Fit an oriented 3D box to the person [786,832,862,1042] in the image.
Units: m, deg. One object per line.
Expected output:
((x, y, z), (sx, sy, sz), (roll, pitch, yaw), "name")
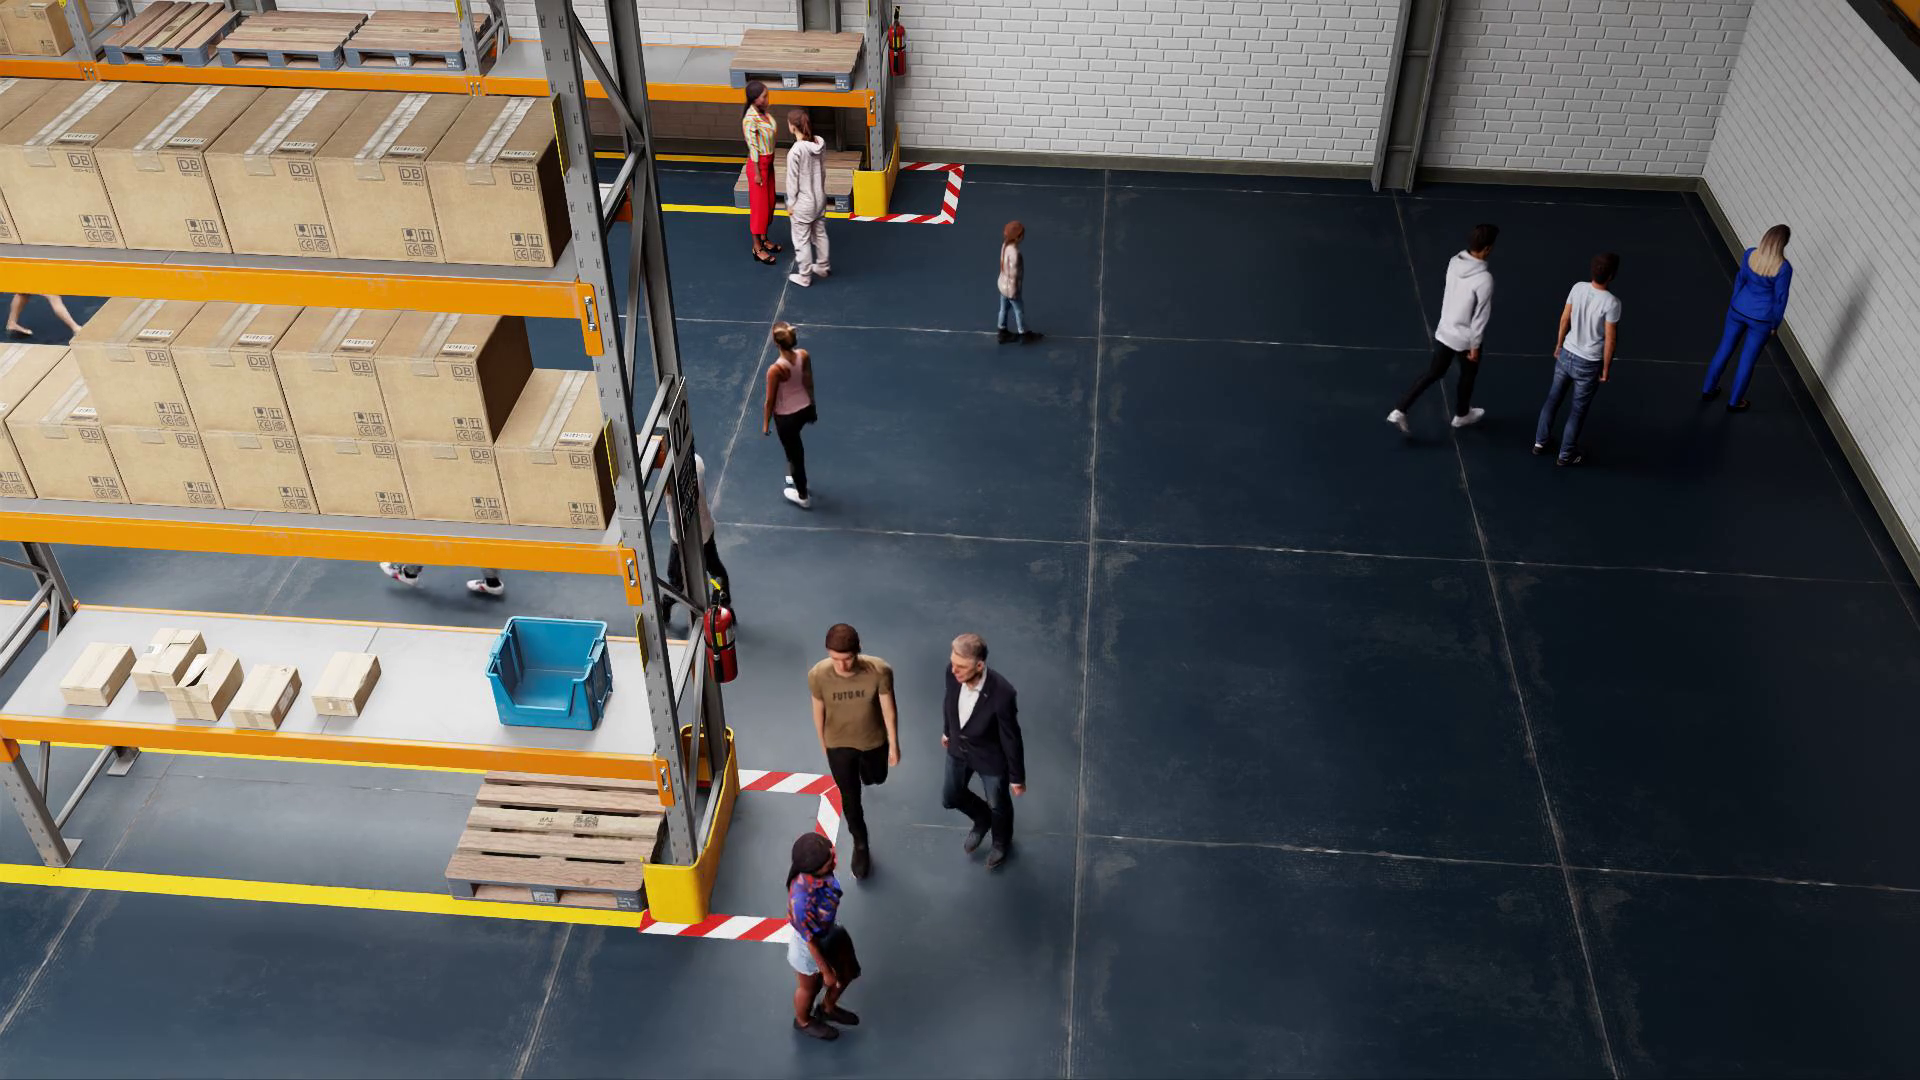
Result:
((-0.849, 2.117, 8.795), (0.659, 1.725, 0.647), (8, 39, 9), "person")

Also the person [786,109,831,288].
((-1.404, -3.174, 15.452), (0.747, 1.685, 0.730), (25, 45, 28), "person")

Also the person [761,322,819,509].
((-1.221, -0.926, 12.679), (0.775, 1.633, 0.723), (30, 47, 32), "person")

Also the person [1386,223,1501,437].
((3.925, -1.635, 13.357), (1.310, 1.897, 1.099), (-18, 42, -21), "person")

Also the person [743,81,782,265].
((-1.883, -3.495, 15.769), (0.551, 1.793, 0.614), (7, 39, 8), "person")

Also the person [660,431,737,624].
((-1.785, -0.069, 11.551), (0.965, 1.701, 0.699), (7, 39, 8), "person")

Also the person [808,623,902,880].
((-0.621, 1.133, 9.953), (1.116, 1.819, 0.889), (-4, 39, -6), "person")

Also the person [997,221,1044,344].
((0.404, -2.264, 14.715), (0.700, 1.184, 0.611), (-8, 39, -10), "person")

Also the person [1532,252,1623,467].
((4.901, -1.433, 13.128), (0.768, 1.866, 0.707), (-28, 46, -30), "person")

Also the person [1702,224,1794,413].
((6.555, -1.847, 13.778), (0.748, 1.701, 0.702), (-24, 45, -27), "person")

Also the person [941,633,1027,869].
((0.159, 1.194, 9.895), (0.846, 1.796, 0.978), (23, 44, 26), "person")
